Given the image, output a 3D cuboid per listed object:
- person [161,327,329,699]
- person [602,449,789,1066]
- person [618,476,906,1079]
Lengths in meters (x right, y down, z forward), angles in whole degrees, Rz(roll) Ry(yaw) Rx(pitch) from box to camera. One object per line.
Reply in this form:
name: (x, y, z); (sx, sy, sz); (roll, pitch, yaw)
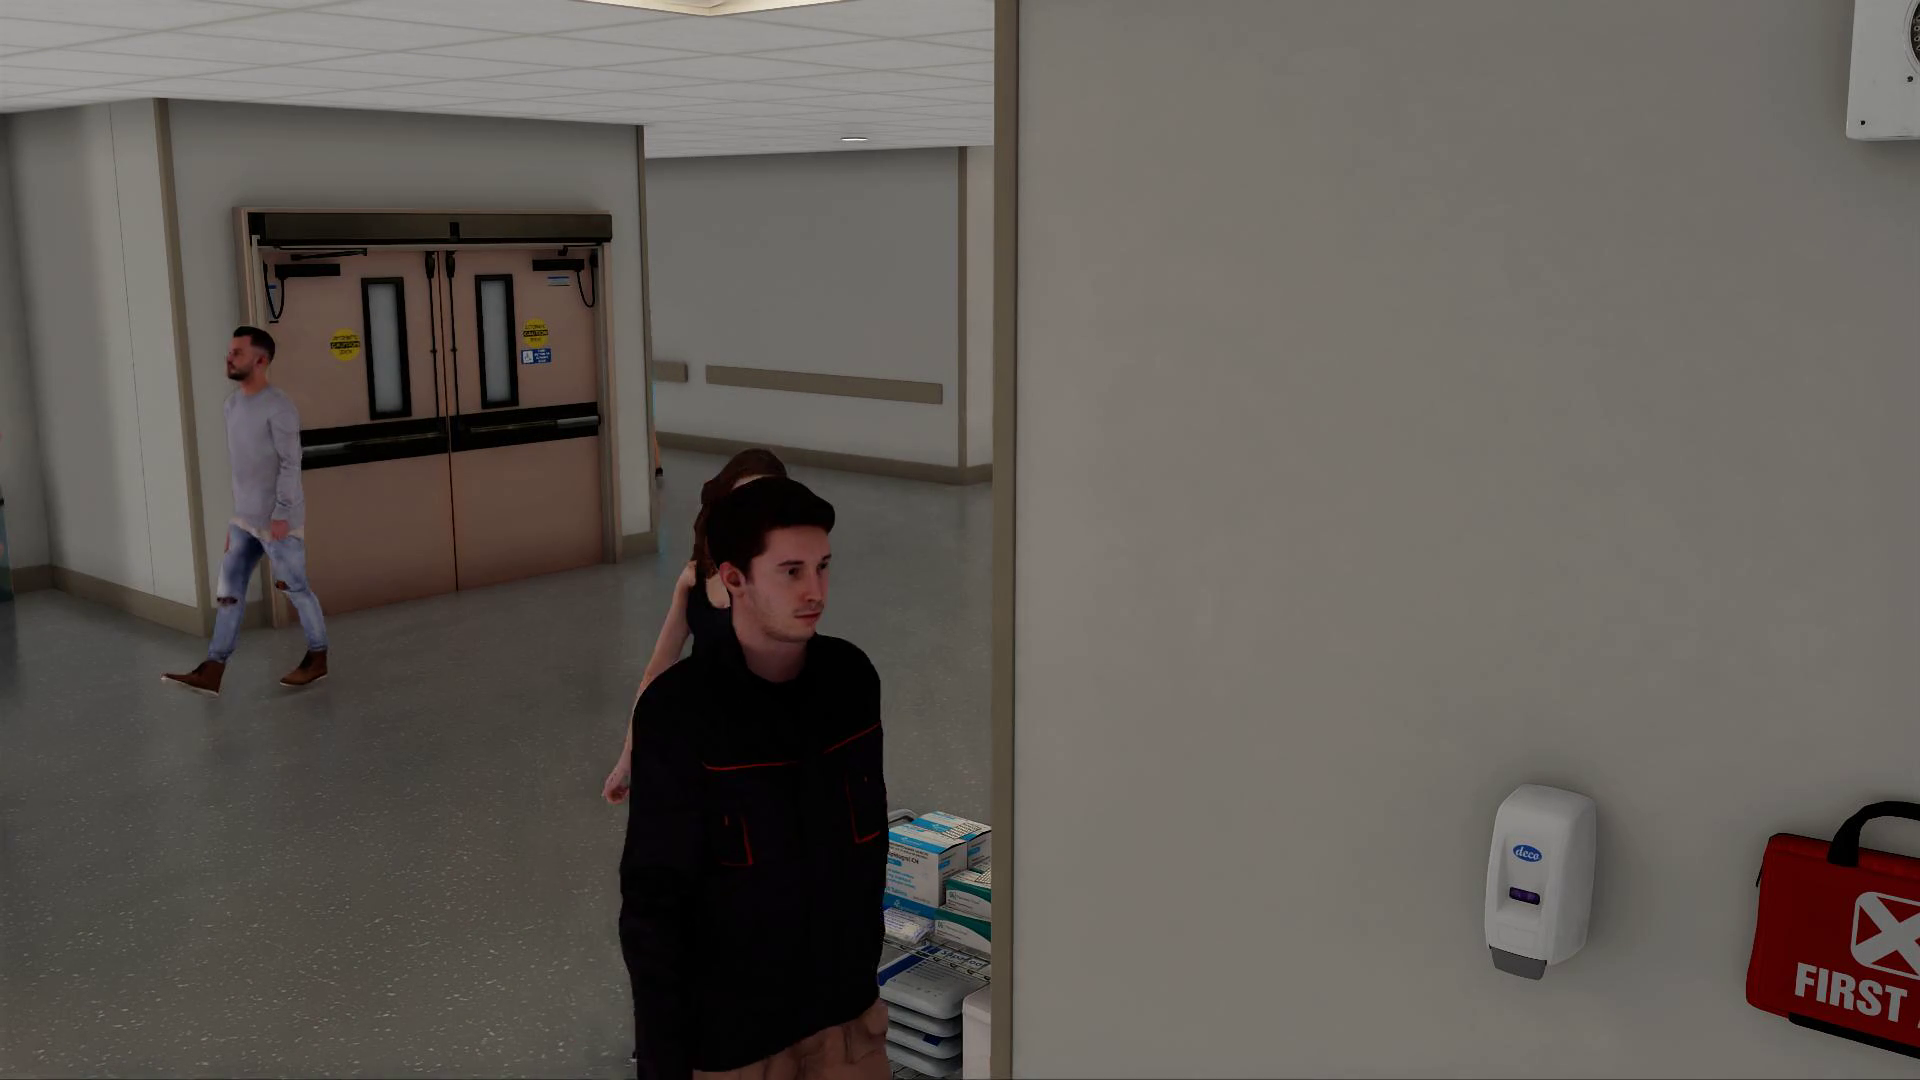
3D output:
person: (-3.362, -0.126, 8.244); (0.819, 1.802, 1.134); (6, 12, 30)
person: (-0.573, 0.599, 4.743); (0.722, 1.683, 1.129); (7, 13, 34)
person: (-0.376, 0.837, 2.930); (1.128, 1.890, 0.962); (-8, 13, -36)
